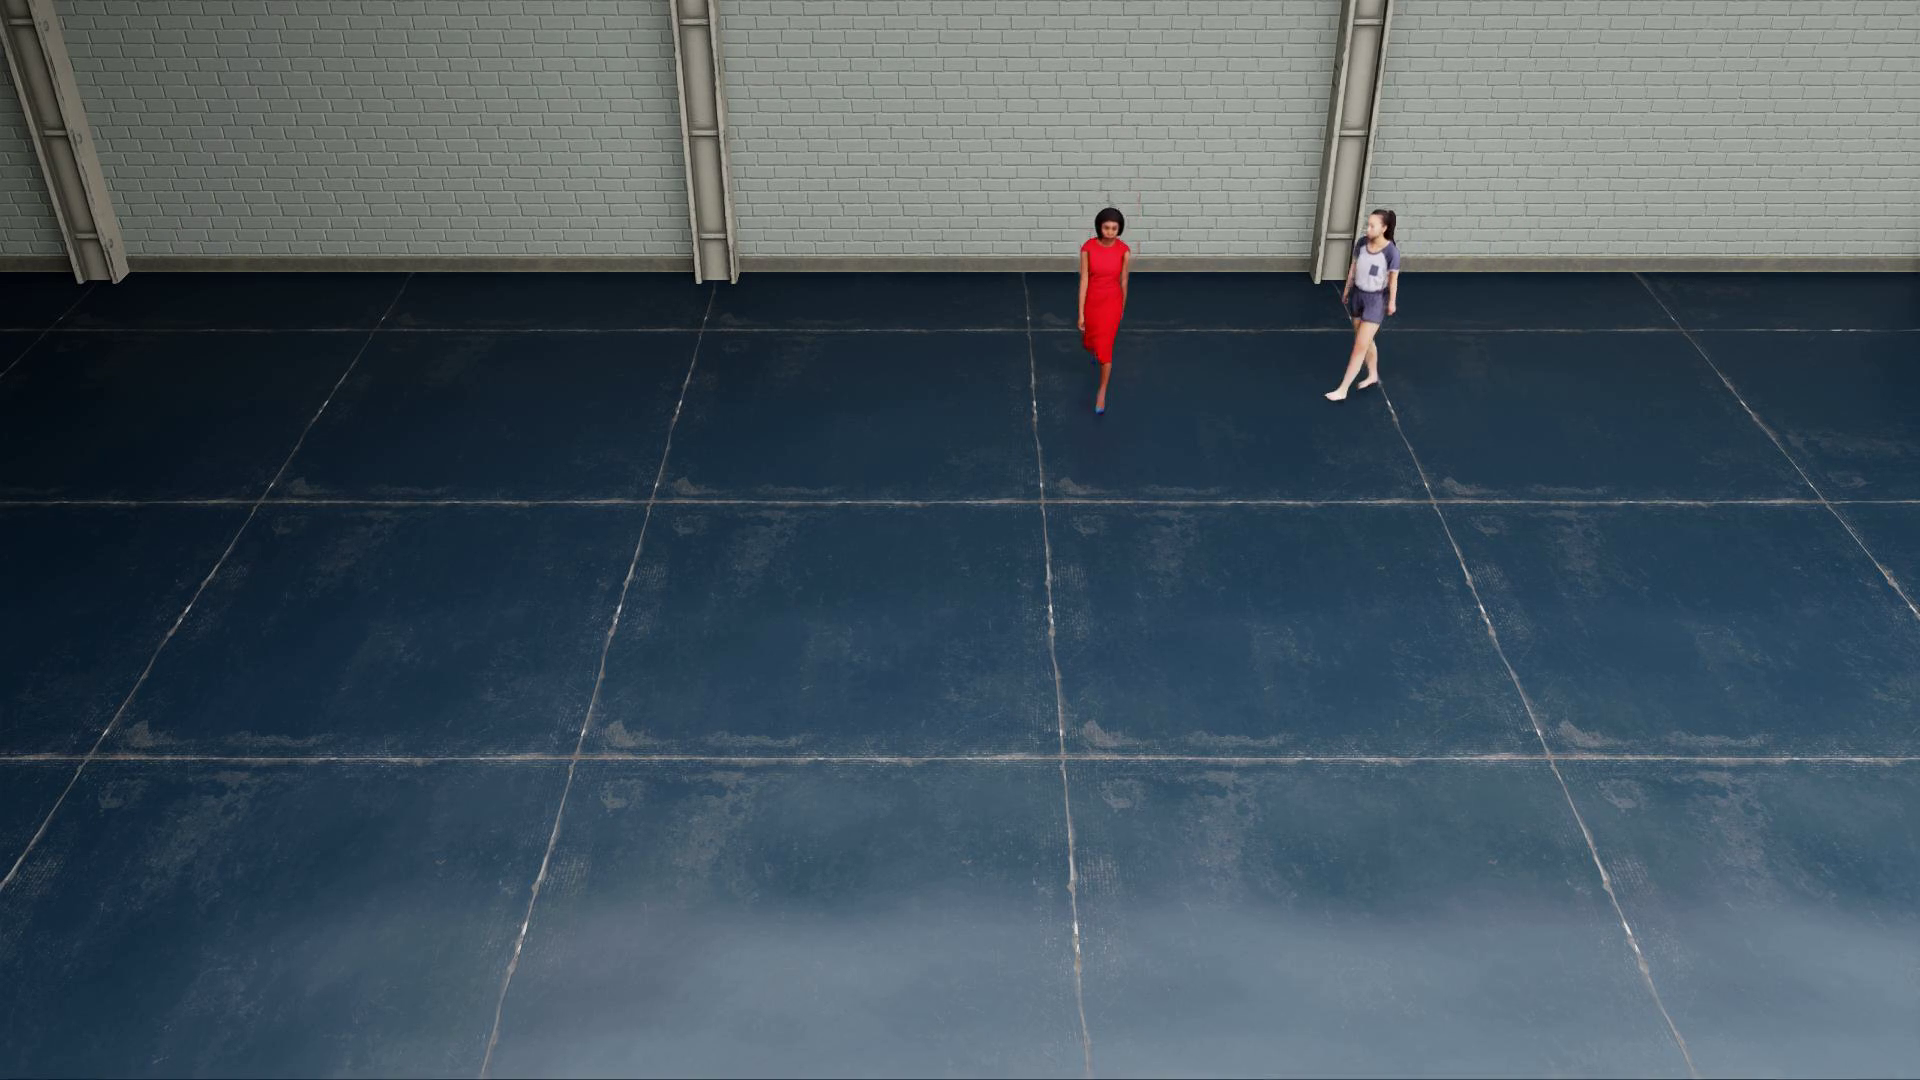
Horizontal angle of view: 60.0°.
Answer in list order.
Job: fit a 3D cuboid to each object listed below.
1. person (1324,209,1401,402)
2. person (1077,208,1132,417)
[{"bbox_3d":[3.464,-1.973,13.830,1.019,1.626,0.880,-18,37,-25],"label":"person"},{"bbox_3d":[1.157,-1.927,13.682,1.014,1.710,0.701,4,33,6],"label":"person"}]
